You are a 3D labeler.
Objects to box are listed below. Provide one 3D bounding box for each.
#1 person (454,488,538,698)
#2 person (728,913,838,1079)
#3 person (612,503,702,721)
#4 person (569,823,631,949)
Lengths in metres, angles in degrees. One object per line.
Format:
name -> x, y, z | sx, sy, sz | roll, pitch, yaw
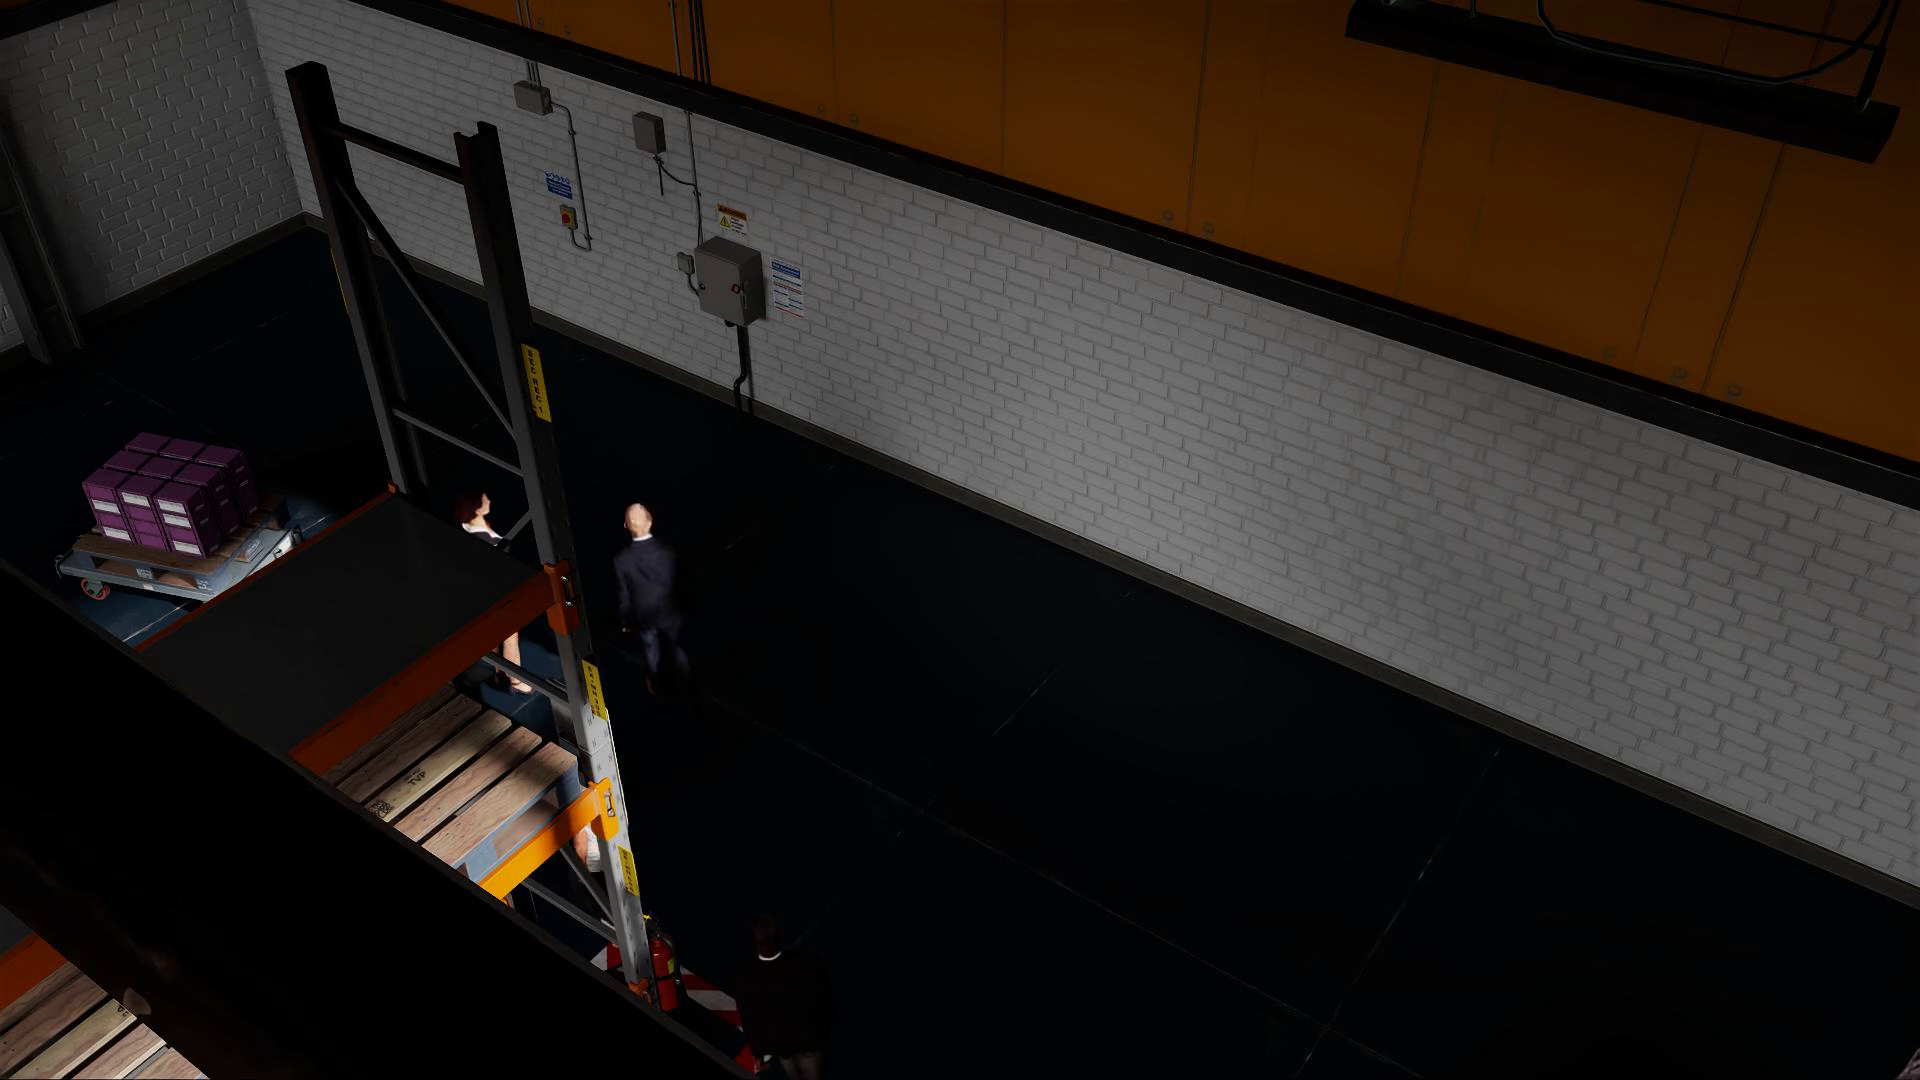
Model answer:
person -> -3.260, 0.376, 11.643 | 0.611, 1.796, 0.526 | 31, 48, 33
person -> -0.881, 2.693, 8.772 | 1.148, 1.758, 1.256 | 0, 39, -1
person -> -2.076, 0.545, 11.441 | 1.047, 1.783, 1.050 | -12, 40, -15
person -> -2.069, 1.883, 9.885 | 0.635, 1.636, 0.569 | 23, 44, 26
